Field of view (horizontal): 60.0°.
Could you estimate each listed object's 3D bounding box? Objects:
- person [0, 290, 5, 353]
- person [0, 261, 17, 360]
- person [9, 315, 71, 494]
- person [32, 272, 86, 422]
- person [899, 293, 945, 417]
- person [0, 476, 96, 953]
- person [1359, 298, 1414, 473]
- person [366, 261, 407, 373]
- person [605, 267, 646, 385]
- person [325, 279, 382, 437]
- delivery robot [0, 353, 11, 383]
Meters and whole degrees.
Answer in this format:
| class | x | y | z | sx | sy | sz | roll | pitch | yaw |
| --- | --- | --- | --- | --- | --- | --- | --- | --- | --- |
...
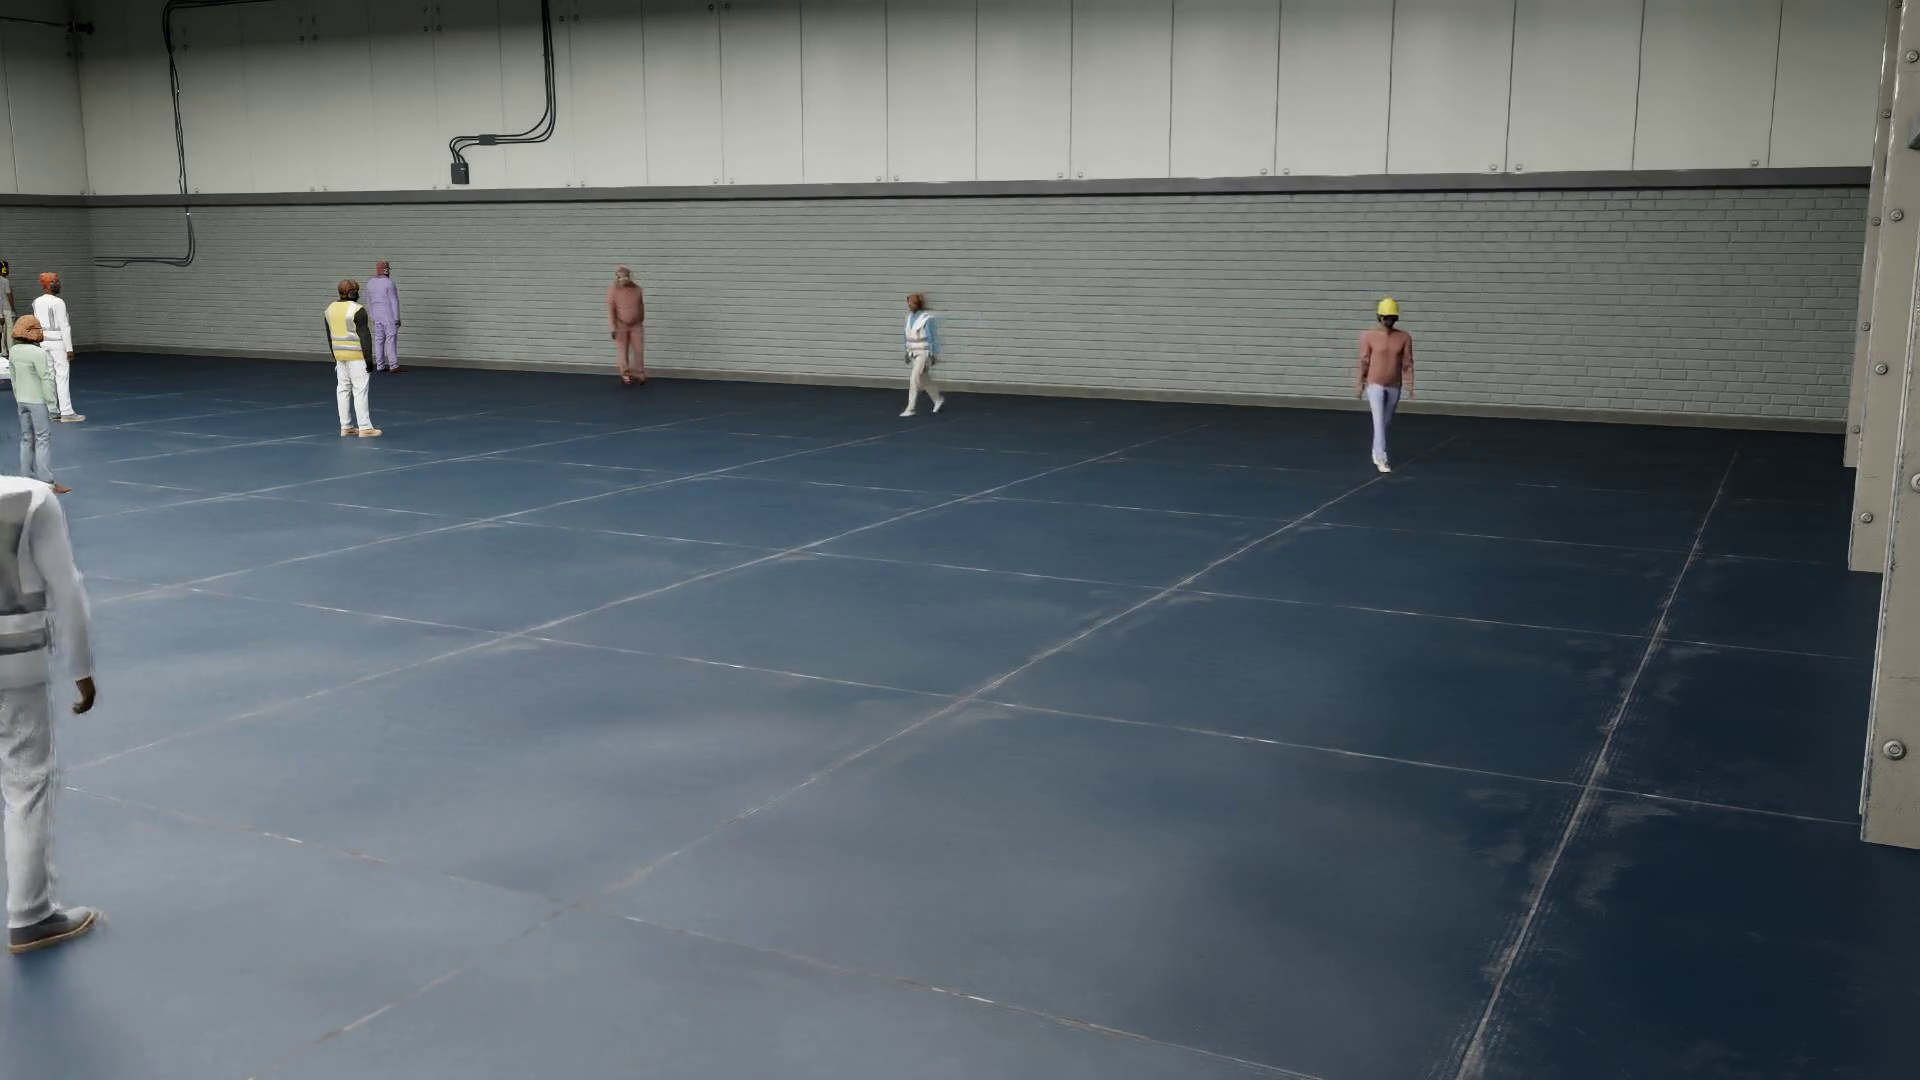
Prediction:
| class | x | y | z | sx | sy | sz | roll | pitch | yaw |
| --- | --- | --- | --- | --- | --- | --- | --- | --- | --- |
| person | -17.055 | -3.984 | 29.341 | 0.545 | 1.942 | 0.353 | 5 | 12 | 27 |
| person | -17.973 | -4.317 | 31.351 | 0.514 | 1.872 | 0.328 | 5 | 12 | 27 |
| person | -8.408 | -1.225 | 15.134 | 0.500 | 1.633 | 0.281 | 5 | 12 | 27 |
| person | -11.412 | -2.427 | 21.007 | 0.574 | 1.885 | 0.356 | 5 | 12 | 27 |
| person | -0.490 | -2.440 | 21.854 | 0.826 | 1.605 | 0.514 | -9 | 13 | -39 |
| person | -3.155 | 0.458 | 5.360 | 0.630 | 1.860 | 0.389 | -2 | 11 | -11 |
| person | 4.281 | -1.578 | 16.794 | 0.530 | 1.732 | 0.873 | -1 | 10 | -3 |
| person | -9.852 | -3.826 | 28.573 | 0.641 | 1.908 | 0.408 | 5 | 12 | 27 |
| person | -5.255 | -3.357 | 26.150 | 0.673 | 1.857 | 0.597 | -7 | 12 | -32 |
| person | -7.101 | -2.124 | 19.470 | 0.626 | 1.844 | 0.429 | 5 | 12 | 27 |
| delivery robot | -14.605 | -2.597 | 25.307 | 0.477 | 0.478 | 0.707 | 10 | 14 | 43 |
